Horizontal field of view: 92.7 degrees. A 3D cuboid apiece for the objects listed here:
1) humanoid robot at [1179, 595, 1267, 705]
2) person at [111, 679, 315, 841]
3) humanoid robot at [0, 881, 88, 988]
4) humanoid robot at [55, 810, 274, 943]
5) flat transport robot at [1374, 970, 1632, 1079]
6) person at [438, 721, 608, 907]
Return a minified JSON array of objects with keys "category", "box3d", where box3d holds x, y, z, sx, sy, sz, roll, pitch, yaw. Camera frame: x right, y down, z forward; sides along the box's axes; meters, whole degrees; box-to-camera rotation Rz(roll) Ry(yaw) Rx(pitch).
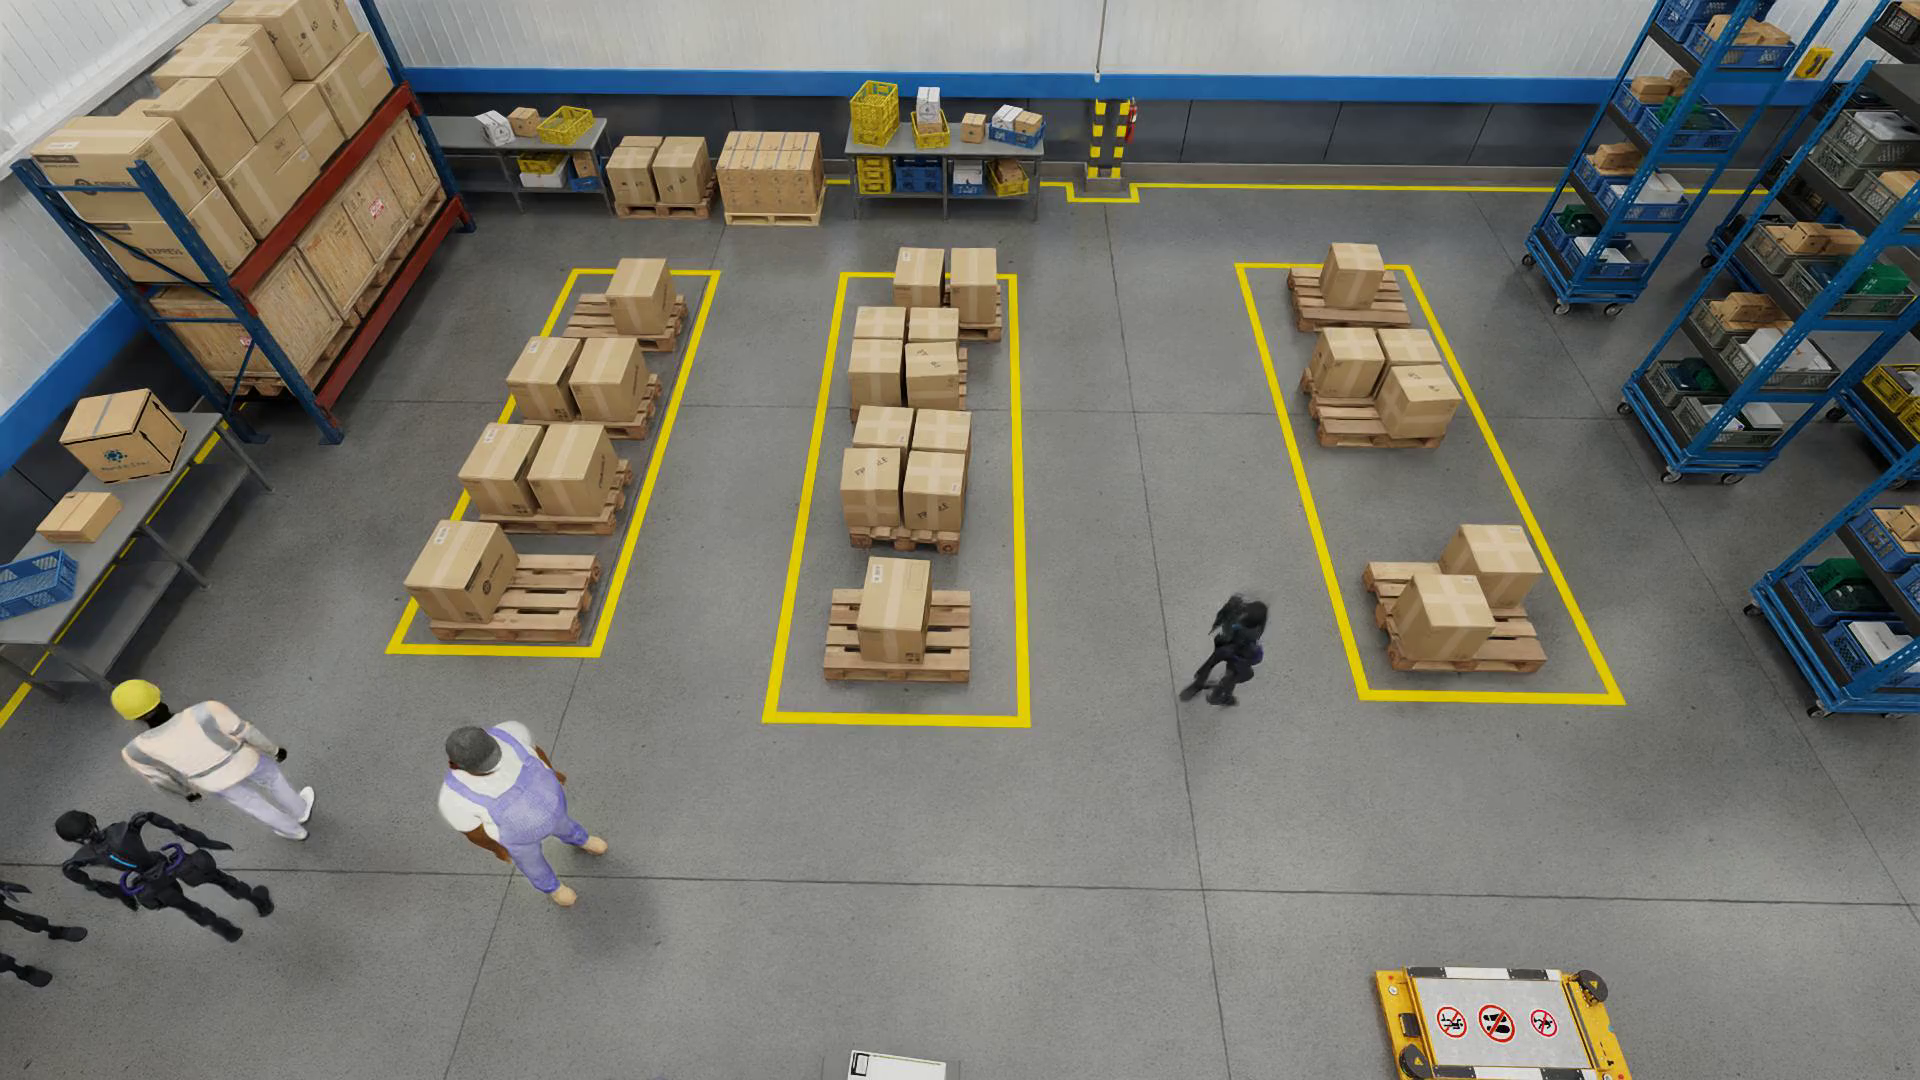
[{"category":"humanoid robot","box3d":[2.013,0.855,6.900,0.584,1.621,0.639,-14,52,-11]},{"category":"person","box3d":[-4.978,1.506,6.196,0.609,1.909,0.419,-34,58,-24]},{"category":"humanoid robot","box3d":[-6.192,2.347,5.663,0.361,1.649,0.563,11,52,9]},{"category":"humanoid robot","box3d":[-5.058,2.121,5.848,0.325,1.651,0.587,38,60,27]},{"category":"flat transport robot","box3d":[3.501,3.133,5.914,1.431,0.197,0.652,1,51,1]},{"category":"person","box3d":[-2.786,1.744,5.922,0.537,2.000,0.677,18,53,14]}]
